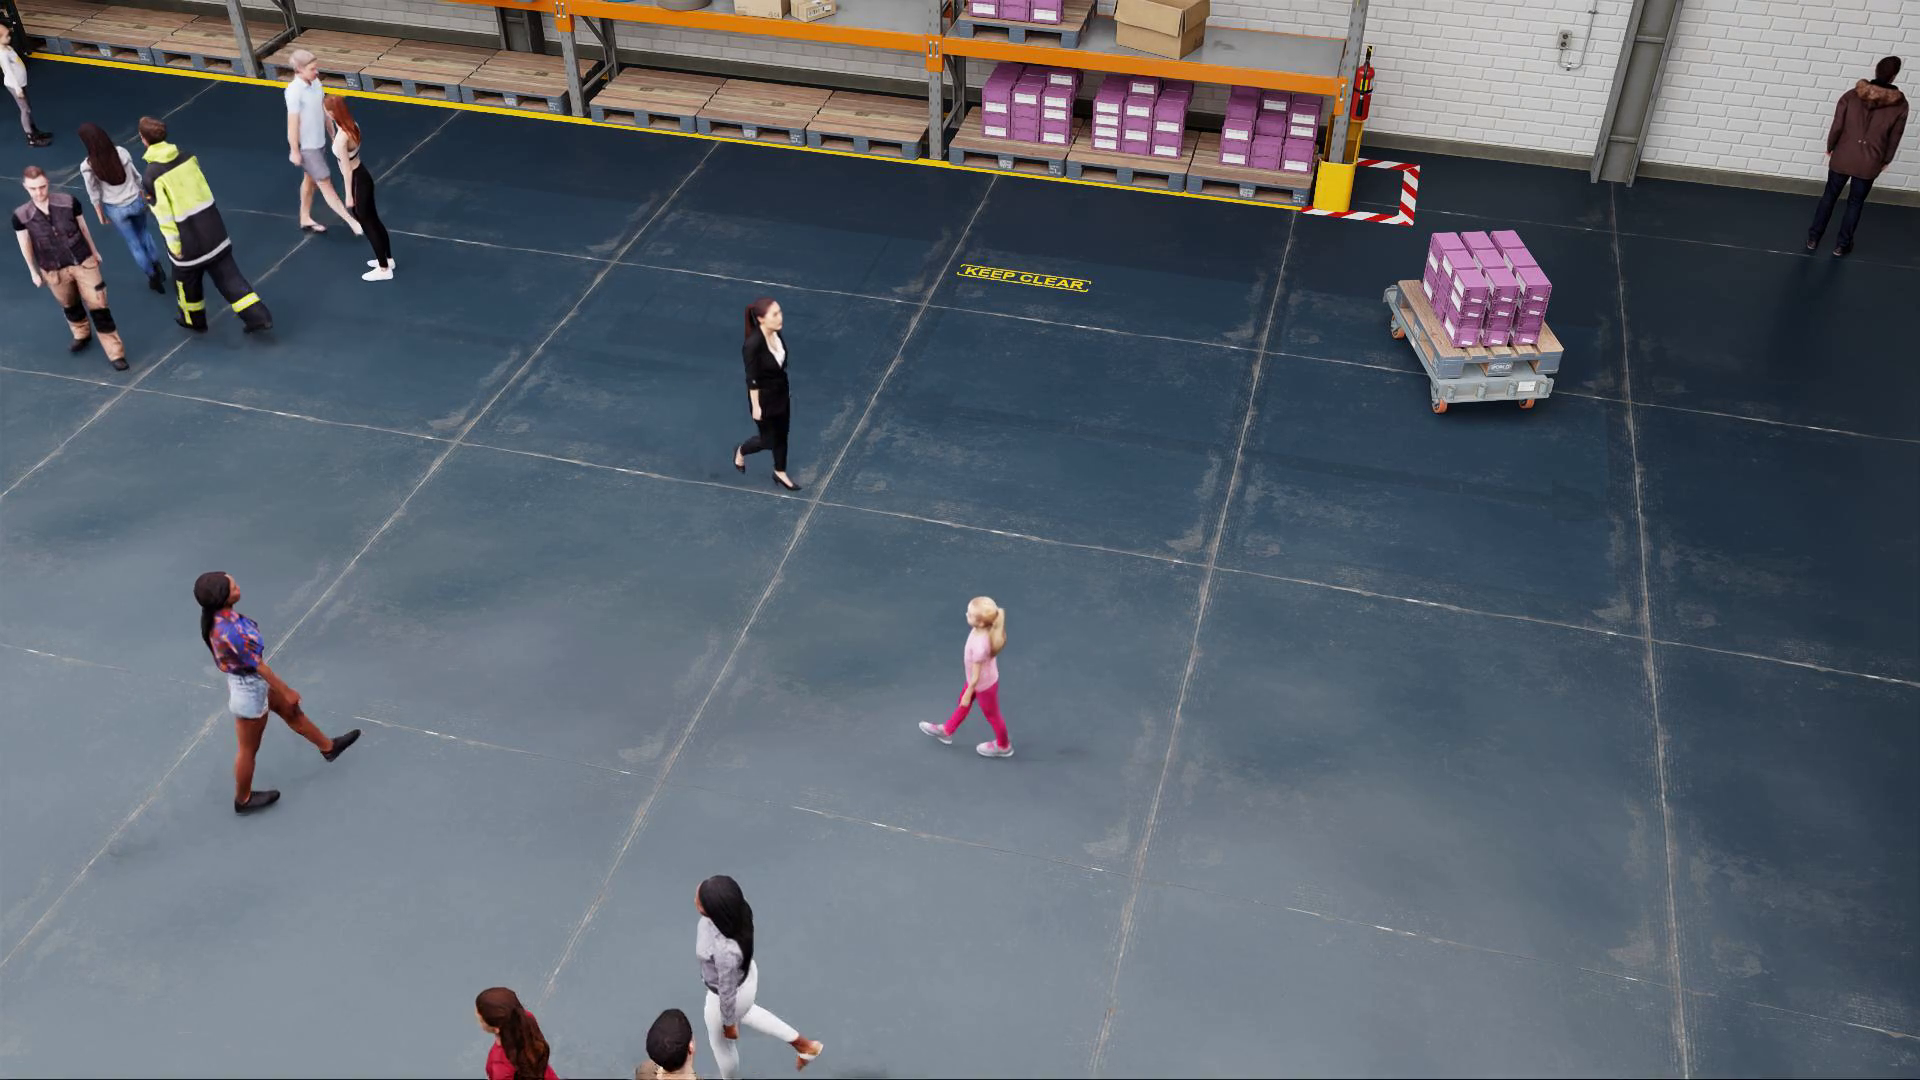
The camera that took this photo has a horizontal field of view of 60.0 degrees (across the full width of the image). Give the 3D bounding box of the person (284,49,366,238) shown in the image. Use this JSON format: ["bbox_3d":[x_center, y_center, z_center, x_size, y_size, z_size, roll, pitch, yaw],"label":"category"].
[{"bbox_3d":[-6.075,-3.635,15.322,1.130,1.783,0.783,8,39,10],"label":"person"}]

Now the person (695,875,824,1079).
[{"bbox_3d":[-1.029,2.186,8.091,0.980,1.711,0.764,-1,39,-1],"label":"person"}]

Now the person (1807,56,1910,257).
[{"bbox_3d":[8.137,-3.474,15.071,0.751,1.845,0.904,24,45,27],"label":"person"}]

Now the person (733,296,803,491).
[{"bbox_3d":[-1.468,-1.061,12.207,0.839,1.648,0.711,19,42,22],"label":"person"}]

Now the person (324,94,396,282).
[{"bbox_3d":[-5.316,-3.124,14.715,0.597,1.742,0.634,-1,39,-1],"label":"person"}]

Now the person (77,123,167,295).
[{"bbox_3d":[-7.224,-2.852,14.478,0.719,1.613,0.719,31,48,33],"label":"person"}]

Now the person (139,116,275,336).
[{"bbox_3d":[-6.303,-2.527,13.817,1.252,1.930,0.888,14,41,17],"label":"person"}]

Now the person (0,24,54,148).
[{"bbox_3d":[-9.657,-4.656,17.006,0.631,1.277,0.584,-13,40,-16],"label":"person"}]

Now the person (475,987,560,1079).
[{"bbox_3d":[-1.916,2.619,7.705,1.092,1.515,0.720,1,39,1],"label":"person"}]

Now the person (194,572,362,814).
[{"bbox_3d":[-4.214,0.929,9.670,1.086,1.704,1.056,-21,43,-25],"label":"person"}]

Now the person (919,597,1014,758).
[{"bbox_3d":[0.200,0.853,10.129,0.860,1.251,0.604,2,39,3],"label":"person"}]

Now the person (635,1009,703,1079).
[{"bbox_3d":[-1.205,2.797,7.214,1.173,1.851,1.015,31,48,33],"label":"person"}]

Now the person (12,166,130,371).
[{"bbox_3d":[-7.325,-2.285,13.629,1.110,1.786,1.157,-17,42,-20],"label":"person"}]
